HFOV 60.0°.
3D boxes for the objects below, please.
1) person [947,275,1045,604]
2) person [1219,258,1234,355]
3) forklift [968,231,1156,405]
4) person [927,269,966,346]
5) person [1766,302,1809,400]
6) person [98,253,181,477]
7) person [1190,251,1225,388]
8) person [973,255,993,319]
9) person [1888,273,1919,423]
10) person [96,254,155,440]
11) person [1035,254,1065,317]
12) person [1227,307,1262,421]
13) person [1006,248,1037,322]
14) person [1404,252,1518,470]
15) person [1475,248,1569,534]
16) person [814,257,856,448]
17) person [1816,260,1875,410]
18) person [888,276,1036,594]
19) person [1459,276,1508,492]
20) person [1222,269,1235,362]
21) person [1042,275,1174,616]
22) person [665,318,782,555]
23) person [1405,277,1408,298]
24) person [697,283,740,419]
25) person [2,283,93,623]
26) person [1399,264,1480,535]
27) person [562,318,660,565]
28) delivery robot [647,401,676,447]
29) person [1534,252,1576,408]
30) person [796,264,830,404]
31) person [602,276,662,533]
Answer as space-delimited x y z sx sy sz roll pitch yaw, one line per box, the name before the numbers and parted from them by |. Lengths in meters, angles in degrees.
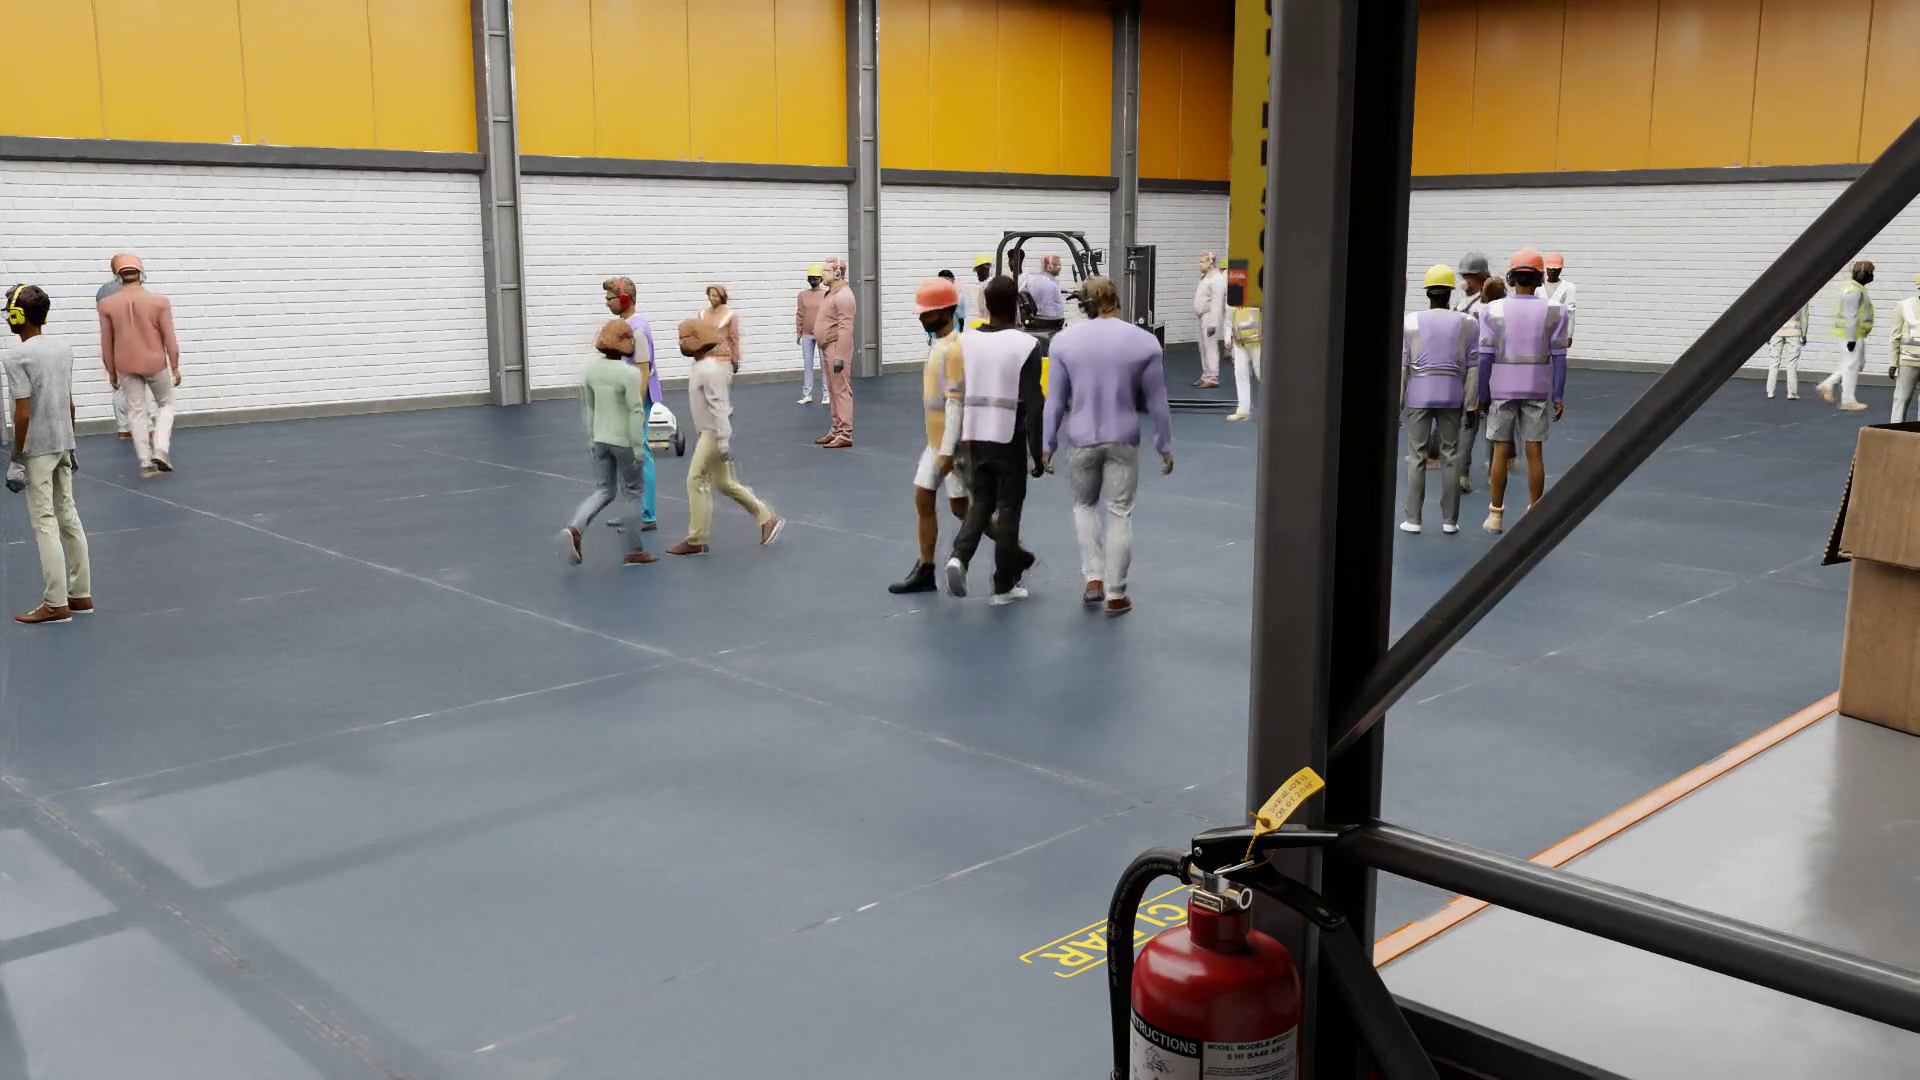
person | 0.187 -0.553 9.529 0.597 1.905 0.536 7 13 34
person | 4.743 -4.094 29.298 0.440 1.724 0.556 -7 13 -35
forklift | 1.222 -2.721 20.561 2.313 2.155 1.214 2 11 13
person | -0.185 -2.615 21.333 0.535 1.700 0.318 4 11 22
person | 10.765 -2.646 21.668 0.513 1.639 0.311 9 14 40
person | -7.230 -1.537 14.708 0.634 1.971 0.434 -2 11 -13
person | 3.462 -3.075 23.286 0.402 1.905 0.653 -1 10 -7
person | 0.322 -2.839 22.122 0.859 1.862 0.602 2 11 9
person | 9.369 -1.743 16.204 0.600 1.836 0.404 2 11 9
person | -8.632 -1.994 17.299 0.631 1.940 0.372 3 11 16
person | 1.225 -2.812 21.903 0.526 1.887 0.665 0 10 2
person | 3.463 -2.287 19.289 0.808 1.806 0.657 -6 12 -30
person | 0.774 -2.995 22.677 0.612 1.965 0.362 10 14 44
person | 4.629 -1.631 15.035 1.043 2.000 0.690 -1 10 -6
person | 4.004 -1.057 11.907 0.614 2.039 0.391 2 11 13
person | -1.269 -1.887 16.790 0.411 1.913 0.643 -3 11 -16
person | 10.908 -2.503 20.375 0.496 1.825 0.641 5 12 27
person | 0.024 -0.604 9.846 0.802 1.904 0.562 -4 11 -20
person | 4.398 -1.303 13.938 0.526 1.799 0.971 7 13 34
person | 4.643 -3.901 27.888 0.629 1.861 0.544 2 11 11
person | 0.844 -0.533 9.406 0.757 1.904 0.531 1 10 7
person | -1.589 -0.695 11.163 0.753 1.590 0.544 -2 11 -10
person | 6.364 -3.337 24.725 0.407 1.902 0.640 -2 11 -11
person | -2.551 -1.919 17.722 0.532 1.622 0.457 5 12 27
person | -5.075 -0.467 9.188 0.328 1.861 0.514 1 10 5
person | 3.388 -0.996 11.894 0.594 1.922 0.375 1 10 6
person | -2.245 -0.603 10.618 0.515 1.615 0.643 7 13 35
delivery robot | -2.978 -1.156 16.249 0.477 0.478 0.707 -3 11 -15
person | 7.295 -2.579 20.552 0.558 1.924 0.426 7 12 32
person | -1.831 -2.598 21.054 0.525 1.772 0.308 3 11 16
person | -2.358 -0.973 12.005 0.388 1.837 0.564 -4 11 -23
